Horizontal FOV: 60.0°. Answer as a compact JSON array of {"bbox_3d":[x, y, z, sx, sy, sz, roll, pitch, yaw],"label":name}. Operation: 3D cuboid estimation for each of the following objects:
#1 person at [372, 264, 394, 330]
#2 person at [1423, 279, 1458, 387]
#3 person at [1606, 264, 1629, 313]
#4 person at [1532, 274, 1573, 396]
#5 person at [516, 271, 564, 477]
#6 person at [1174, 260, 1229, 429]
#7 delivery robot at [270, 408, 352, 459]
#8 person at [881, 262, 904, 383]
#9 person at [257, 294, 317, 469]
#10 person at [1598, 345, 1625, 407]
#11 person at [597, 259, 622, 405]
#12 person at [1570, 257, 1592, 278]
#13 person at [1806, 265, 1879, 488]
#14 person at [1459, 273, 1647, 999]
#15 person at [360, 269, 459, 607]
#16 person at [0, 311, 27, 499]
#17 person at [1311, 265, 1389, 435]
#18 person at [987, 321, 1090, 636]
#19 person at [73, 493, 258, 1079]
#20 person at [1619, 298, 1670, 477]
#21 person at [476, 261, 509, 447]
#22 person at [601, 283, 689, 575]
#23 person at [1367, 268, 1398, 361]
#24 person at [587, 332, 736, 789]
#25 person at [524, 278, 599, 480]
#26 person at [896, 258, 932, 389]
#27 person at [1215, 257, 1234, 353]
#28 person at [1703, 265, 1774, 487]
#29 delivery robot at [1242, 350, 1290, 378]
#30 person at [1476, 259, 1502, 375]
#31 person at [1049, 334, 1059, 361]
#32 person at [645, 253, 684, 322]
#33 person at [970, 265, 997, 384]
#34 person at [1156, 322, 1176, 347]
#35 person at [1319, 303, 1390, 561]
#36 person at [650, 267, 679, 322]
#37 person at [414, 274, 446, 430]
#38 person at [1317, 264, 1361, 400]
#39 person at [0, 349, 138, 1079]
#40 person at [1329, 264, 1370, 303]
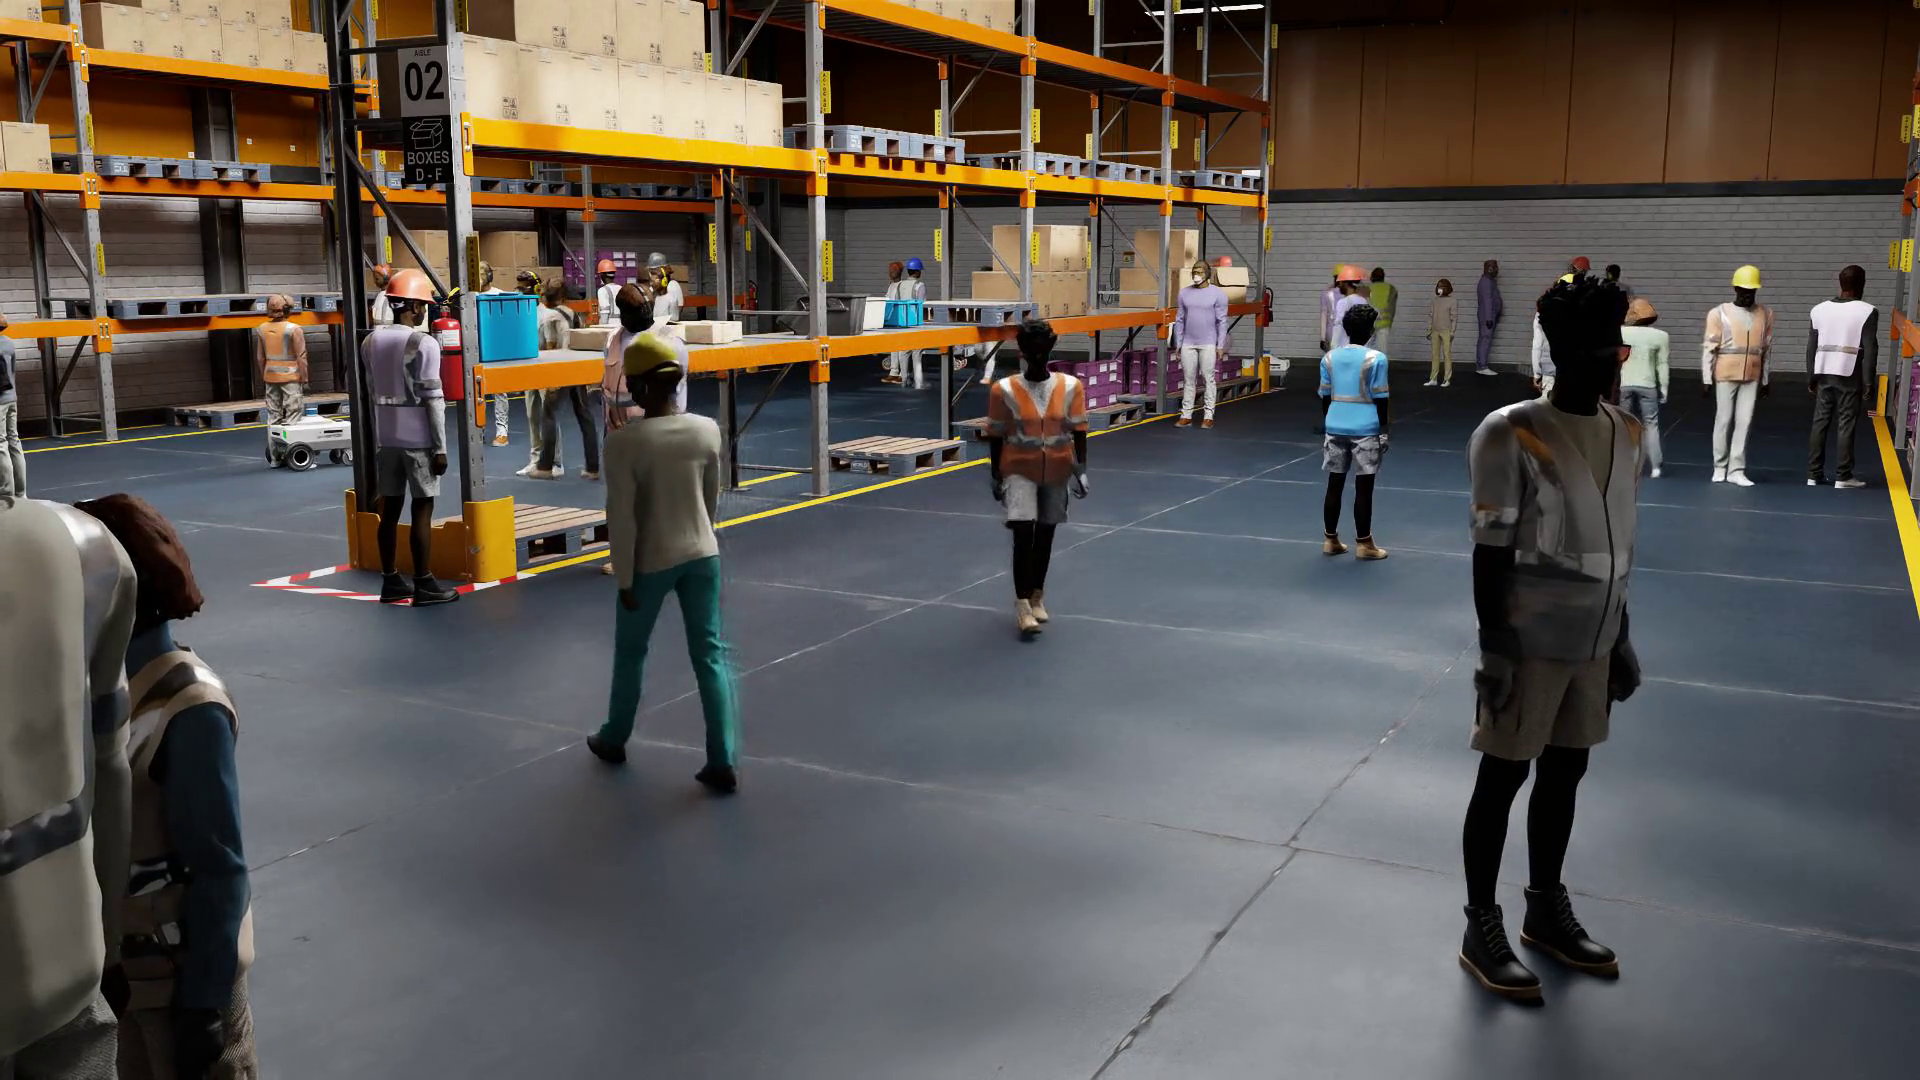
[{"bbox_3d":[-7.048,-2.450,20.502,0.355,1.887,0.573,-8,13,-39],"label":"person"},{"bbox_3d":[7.307,-3.142,25.240,0.286,1.633,0.499,-8,13,-39],"label":"person"},{"bbox_3d":[10.220,-3.396,26.085,0.562,1.849,0.402,-1,10,-7],"label":"person"},{"bbox_3d":[5.717,-1.593,15.733,0.588,1.822,0.403,6,11,30],"label":"person"},{"bbox_3d":[-3.829,-1.492,15.046,0.505,1.860,0.311,6,11,29],"label":"person"},{"bbox_3d":[2.768,-2.247,19.175,0.627,1.941,0.374,6,11,31],"label":"person"},{"bbox_3d":[-6.098,-0.998,15.677,0.707,0.478,0.477,-9,14,-44],"label":"delivery robot"},{"bbox_3d":[-0.990,-3.379,25.891,0.355,1.884,0.575,-6,12,-33],"label":"person"},{"bbox_3d":[-6.319,-1.472,15.556,0.523,1.638,0.310,3,10,18],"label":"person"},{"bbox_3d":[4.292,-0.800,11.299,0.525,1.769,0.327,-4,11,-23],"label":"person"},{"bbox_3d":[-4.654,-2.757,22.140,0.368,1.933,0.552,4,11,23],"label":"person"},{"bbox_3d":[9.534,-3.378,25.655,0.843,1.955,0.605,-1,10,-8],"label":"person"},{"bbox_3d":[7.595,-1.403,14.358,0.370,1.915,0.597,-6,11,-31],"label":"person"},{"bbox_3d":[1.643,0.259,4.588,0.603,1.966,0.372,-5,11,-27],"label":"person"},{"bbox_3d":[-3.147,-0.580,9.563,0.542,1.929,0.381,5,11,25],"label":"person"},{"bbox_3d":[-7.675,-1.069,13.240,0.282,1.633,0.500,-1,10,-3],"label":"person"},{"bbox_3d":[4.300,-2.046,18.148,0.938,1.904,0.557,8,13,39],"label":"person"},{"bbox_3d":[0.437,-0.321,8.844,0.538,1.658,0.810,-2,10,-11],"label":"person"},{"bbox_3d":[-1.358,0.730,2.809,0.514,1.640,0.310,9,13,41],"label":"person"},{"bbox_3d":[6.153,-1.379,15.094,0.523,1.613,0.363,4,11,23],"label":"person"},{"bbox_3d":[-4.975,-1.944,17.424,0.630,1.940,0.372,2,10,12],"label":"person"},{"bbox_3d":[-1.995,-0.676,10.384,0.621,1.838,0.429,5,11,28],"label":"person"},{"bbox_3d":[6.445,-3.311,25.815,0.609,1.781,0.952,1,10,3],"label":"person"},{"bbox_3d":[-1.145,0.070,6.389,0.529,1.725,0.844,-7,12,-36],"label":"person"},{"bbox_3d":[-3.563,-1.421,14.826,0.749,1.803,0.547,5,11,26],"label":"person"},{"bbox_3d":[-0.689,-3.230,24.843,0.614,1.947,0.388,10,14,44],"label":"person"},{"bbox_3d":[4.116,-3.522,26.500,0.691,1.951,0.743,-4,11,-23],"label":"person"},{"bbox_3d":[6.807,-1.434,14.542,0.621,1.919,0.488,0,10,-1],"label":"person"},{"bbox_3d":[4.627,-2.630,25.124,0.707,0.478,0.477,2,10,14],"label":"delivery robot"},{"bbox_3d":[8.805,-3.703,27.689,0.410,1.913,0.643,2,10,12],"label":"person"},{"bbox_3d":[1.184,-3.020,23.995,0.581,1.822,0.715,3,10,17],"label":"person"},{"bbox_3d":[-3.879,-2.691,21.456,0.536,2.000,0.672,-7,12,-34],"label":"person"},{"bbox_3d":[0.442,-3.344,25.839,0.647,1.828,0.573,5,11,26],"label":"person"},{"bbox_3d":[3.308,-3.406,25.896,0.629,1.937,0.379,-4,11,-22],"label":"person"},{"bbox_3d":[2.611,-0.710,10.990,0.319,1.694,0.532,-8,13,-40],"label":"person"},{"bbox_3d":[-3.367,-2.175,18.976,0.310,1.864,0.533,-7,12,-36],"label":"person"},{"bbox_3d":[-5.910,-2.056,18.511,0.605,1.798,0.894,1,10,4],"label":"person"},{"bbox_3d":[5.122,-2.784,22.478,0.606,1.867,1.007,-1,10,-5],"label":"person"},{"bbox_3d":[-1.380,0.622,2.266,0.375,2.044,0.605,2,10,13],"label":"person"},{"bbox_3d":[5.807,-3.208,24.948,0.645,1.868,0.926,1,10,7],"label":"person"}]
